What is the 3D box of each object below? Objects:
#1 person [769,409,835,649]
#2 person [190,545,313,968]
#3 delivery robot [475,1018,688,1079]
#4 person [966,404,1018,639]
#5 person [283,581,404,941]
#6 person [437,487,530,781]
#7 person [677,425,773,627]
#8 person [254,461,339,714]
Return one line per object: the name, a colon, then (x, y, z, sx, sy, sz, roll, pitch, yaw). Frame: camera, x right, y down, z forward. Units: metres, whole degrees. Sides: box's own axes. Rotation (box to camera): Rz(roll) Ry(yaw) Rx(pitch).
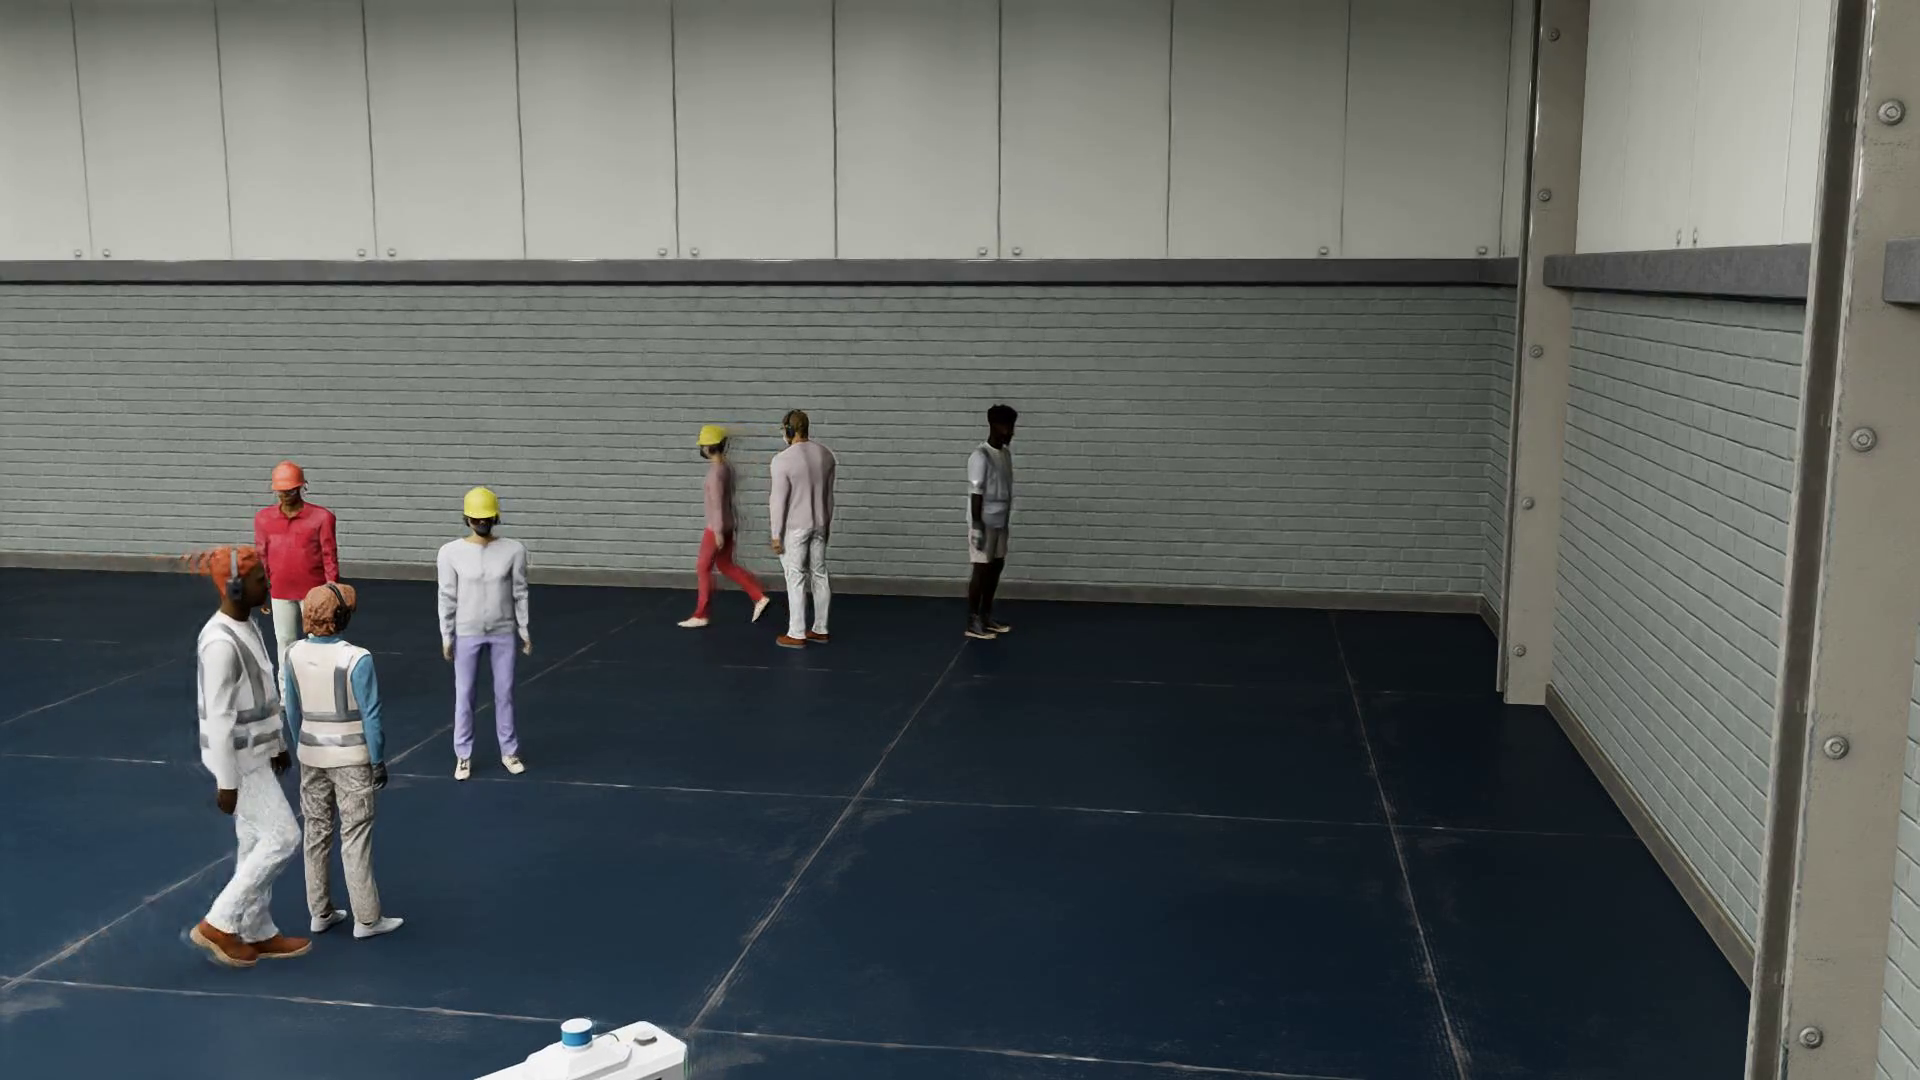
person: (-1.274, -0.084, 13.380, 0.376, 1.930, 0.632, 9, 13, 43)
person: (-3.065, 0.946, 7.217, 0.413, 1.868, 0.577, -3, 10, -18)
delivery robot: (-1.258, 1.828, 5.500, 0.707, 0.478, 0.477, -9, 13, -42)
person: (0.274, -0.153, 13.741, 0.451, 1.946, 0.618, 5, 10, 27)
person: (-2.819, 1.004, 7.542, 0.510, 1.640, 0.308, 3, 10, 21)
person: (-2.831, 0.555, 9.926, 0.532, 1.765, 0.331, -4, 10, -24)
person: (-2.007, -0.116, 14.127, 0.750, 1.738, 0.526, 0, 9, 3)
person: (-4.536, 0.327, 11.381, 0.564, 1.745, 0.348, -1, 9, -3)
